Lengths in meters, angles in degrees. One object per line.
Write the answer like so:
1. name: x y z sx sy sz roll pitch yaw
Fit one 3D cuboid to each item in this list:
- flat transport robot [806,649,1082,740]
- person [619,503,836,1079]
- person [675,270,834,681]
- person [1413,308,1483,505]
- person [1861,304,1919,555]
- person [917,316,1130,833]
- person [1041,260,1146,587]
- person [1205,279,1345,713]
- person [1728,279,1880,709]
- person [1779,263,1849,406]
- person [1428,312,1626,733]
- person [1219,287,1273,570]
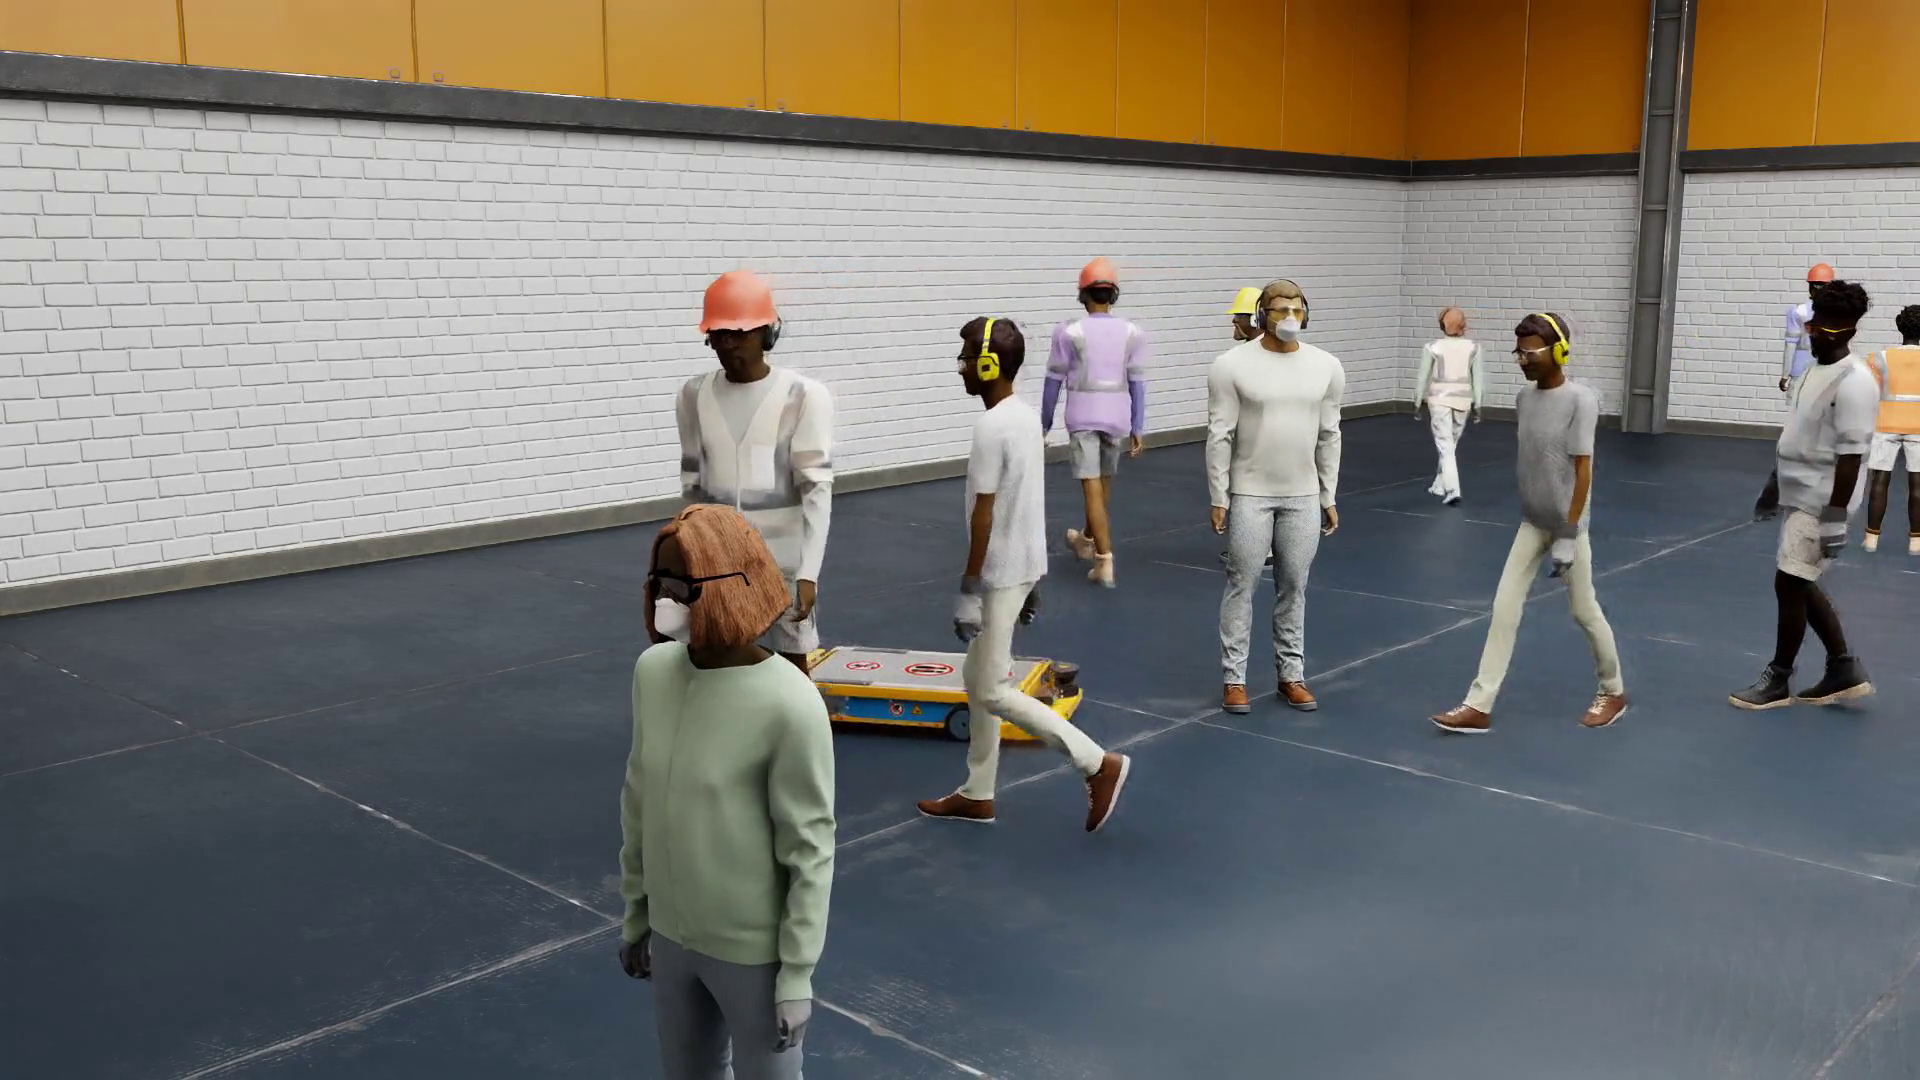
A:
1. flat transport robot: -0.218 0.661 7.353 1.431 0.197 0.652 2 10 14
2. person: -0.436 0.741 3.023 0.500 1.633 0.285 8 13 38
3. person: -0.748 0.087 5.717 0.621 1.985 1.046 3 10 15
4. person: 4.004 -1.097 13.602 0.528 1.594 0.883 -1 10 -7
5. person: 6.408 -0.744 11.295 0.535 1.697 0.318 6 11 29
6. person: 0.210 0.146 5.843 0.727 1.839 0.527 3 10 16
7. person: 0.810 -0.751 10.501 0.614 1.991 1.030 -4 11 -20
8. person: 1.409 -0.190 7.455 0.631 1.940 0.372 -1 10 -8
9. person: 3.816 -0.182 7.412 0.598 1.936 0.709 2 10 11
10. person: 7.738 -1.533 15.105 0.553 1.935 0.362 1 10 8
11. person: 2.520 -0.058 7.091 0.972 1.813 0.540 -5 11 -24
12. person: 1.895 -0.720 10.810 0.403 1.827 0.596 -1 10 -5
